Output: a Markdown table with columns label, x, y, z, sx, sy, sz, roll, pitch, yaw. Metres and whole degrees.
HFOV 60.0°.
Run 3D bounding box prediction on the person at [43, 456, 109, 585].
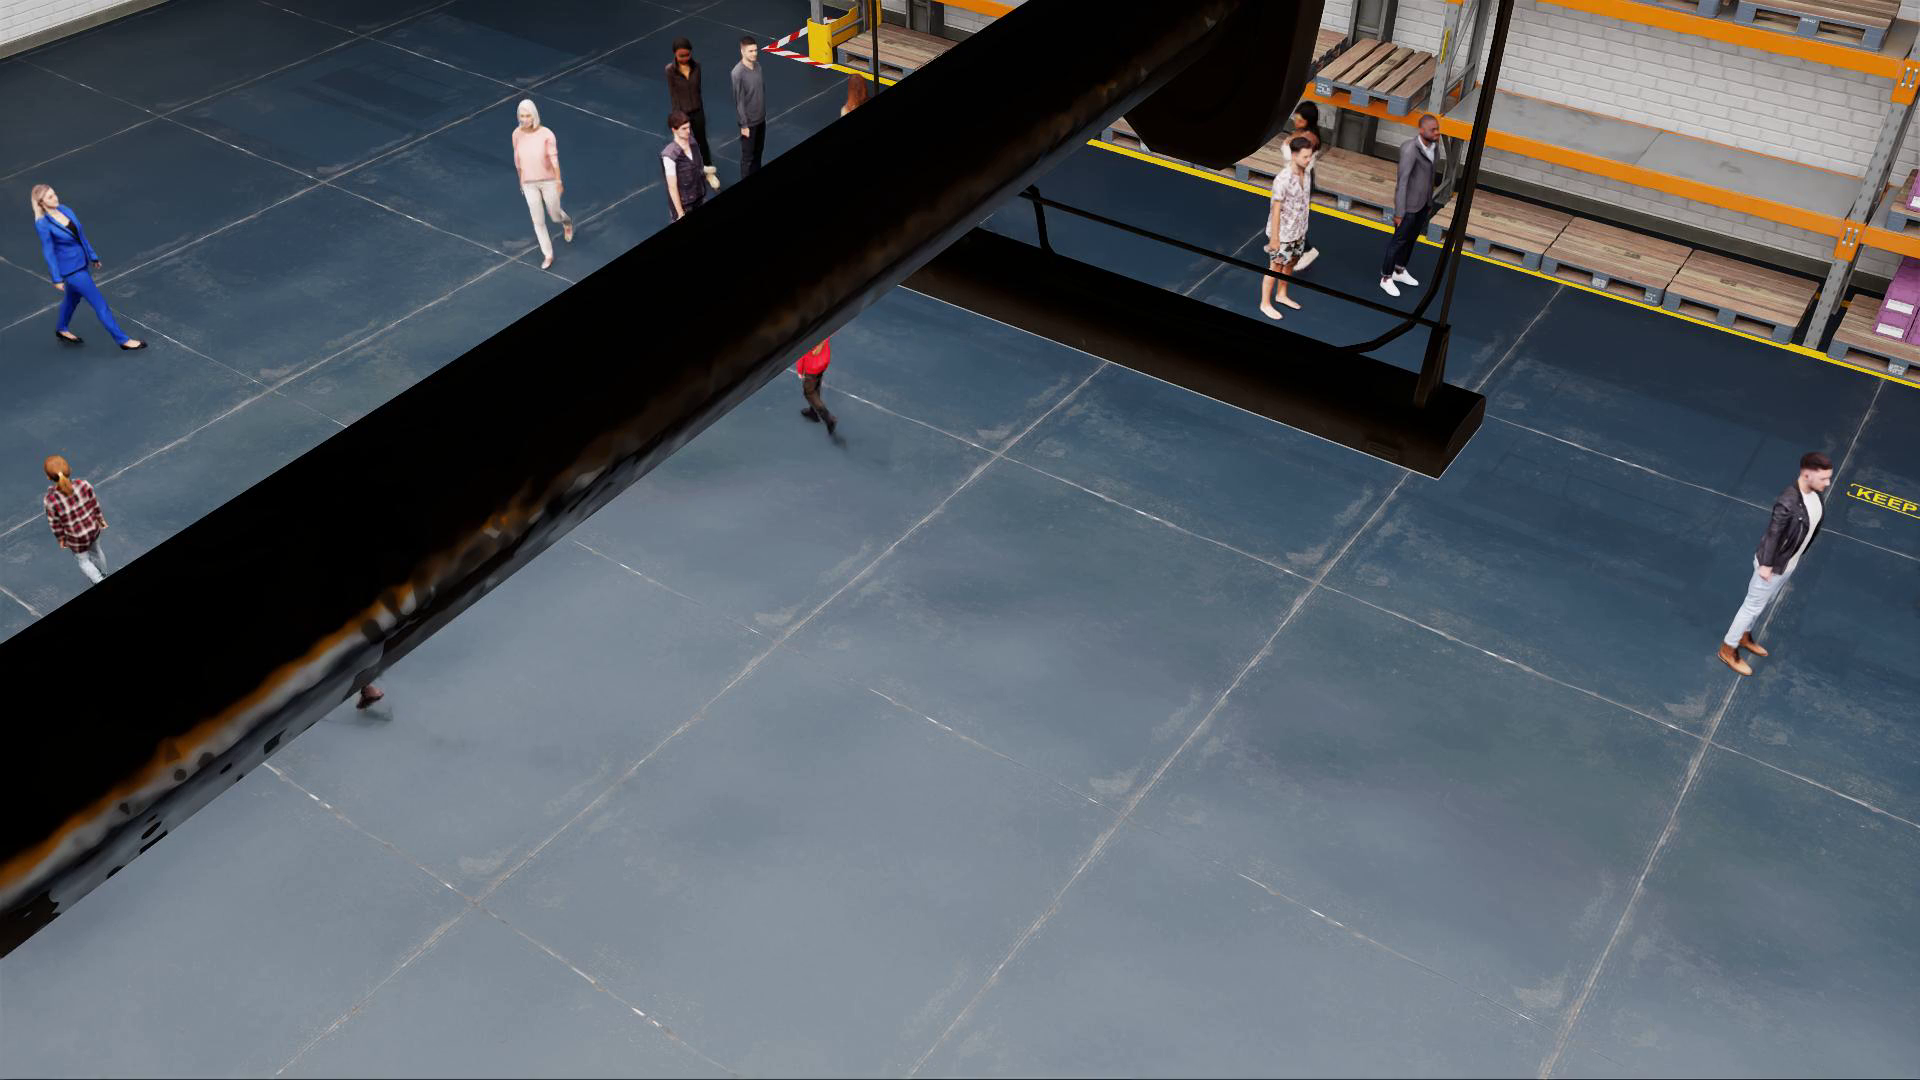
| label | x | y | z | sx | sy | sz | roll | pitch | yaw |
| --- | --- | --- | --- | --- | --- | --- | --- | --- | --- |
| person | -6.570 | -0.063 | 12.475 | 0.812 | 1.293 | 0.568 | 28 | 46 | 30 |

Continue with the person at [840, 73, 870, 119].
| label | x | y | z | sx | sy | sz | roll | pitch | yaw |
| --- | --- | --- | --- | --- | --- | --- | --- | --- | --- |
| person | -0.996 | -3.881 | 16.935 | 0.776 | 1.694 | 0.872 | -16 | 41 | -20 |

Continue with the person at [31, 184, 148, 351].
| label | x | y | z | sx | sy | sz | roll | pitch | yaw |
| --- | --- | --- | --- | --- | --- | --- | --- | --- | --- |
| person | -8.174 | -2.456 | 15.180 | 1.222 | 1.657 | 1.023 | 3 | 39 | 3 |

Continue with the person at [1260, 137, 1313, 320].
| label | x | y | z | sx | sy | sz | roll | pitch | yaw |
| --- | --- | --- | --- | --- | --- | --- | --- | --- | --- |
| person | 3.081 | -2.977 | 15.708 | 0.625 | 1.812 | 0.704 | 31 | 48 | 33 |

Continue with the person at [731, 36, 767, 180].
| label | x | y | z | sx | sy | sz | roll | pitch | yaw |
| --- | --- | --- | --- | --- | --- | --- | --- | --- | --- |
| person | -2.215 | -4.472 | 17.620 | 0.598 | 1.762 | 0.652 | 16 | 41 | 19 |

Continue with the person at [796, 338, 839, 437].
| label | x | y | z | sx | sy | sz | roll | pitch | yaw |
| --- | --- | --- | --- | --- | --- | --- | --- | --- | --- |
| person | -1.225 | -1.482 | 14.272 | 0.588 | 1.269 | 0.837 | -31 | 48 | -32 |

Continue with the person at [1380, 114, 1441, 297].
| label | x | y | z | sx | sy | sz | roll | pitch | yaw |
| --- | --- | --- | --- | --- | --- | --- | --- | --- | --- |
| person | 4.366 | -3.261 | 16.061 | 0.782 | 1.816 | 0.675 | -28 | 46 | -30 |

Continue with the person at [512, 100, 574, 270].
| label | x | y | z | sx | sy | sz | roll | pitch | yaw |
| --- | --- | --- | --- | --- | --- | --- | --- | --- | --- |
| person | -4.158 | -3.599 | 16.567 | 0.938 | 1.713 | 0.915 | 4 | 39 | 5 |

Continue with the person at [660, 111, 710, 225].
| label | x | y | z | sx | sy | sz | roll | pitch | yaw |
| --- | --- | --- | --- | --- | --- | --- | --- | --- | --- |
| person | -2.723 | -3.298 | 16.101 | 0.958 | 1.823 | 0.722 | 20 | 43 | 23 |

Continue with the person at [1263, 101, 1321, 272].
| label | x | y | z | sx | sy | sz | roll | pitch | yaw |
| --- | --- | --- | --- | --- | --- | --- | --- | --- | --- |
| person | 3.354 | -3.458 | 16.331 | 0.917 | 1.787 | 0.857 | 12 | 40 | 14 |

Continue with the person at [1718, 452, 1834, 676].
| label | x | y | z | sx | sy | sz | roll | pitch | yaw |
| --- | --- | --- | --- | --- | --- | --- | --- | --- | --- |
| person | 5.795 | 0.128 | 11.802 | 0.695 | 1.835 | 0.598 | -31 | 48 | -33 |

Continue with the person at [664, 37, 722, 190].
| label | x | y | z | sx | sy | sz | roll | pitch | yaw |
| --- | --- | --- | --- | --- | --- | --- | --- | --- | --- |
| person | -2.869 | -4.520 | 17.765 | 0.737 | 1.657 | 0.823 | -25 | 45 | -28 |
